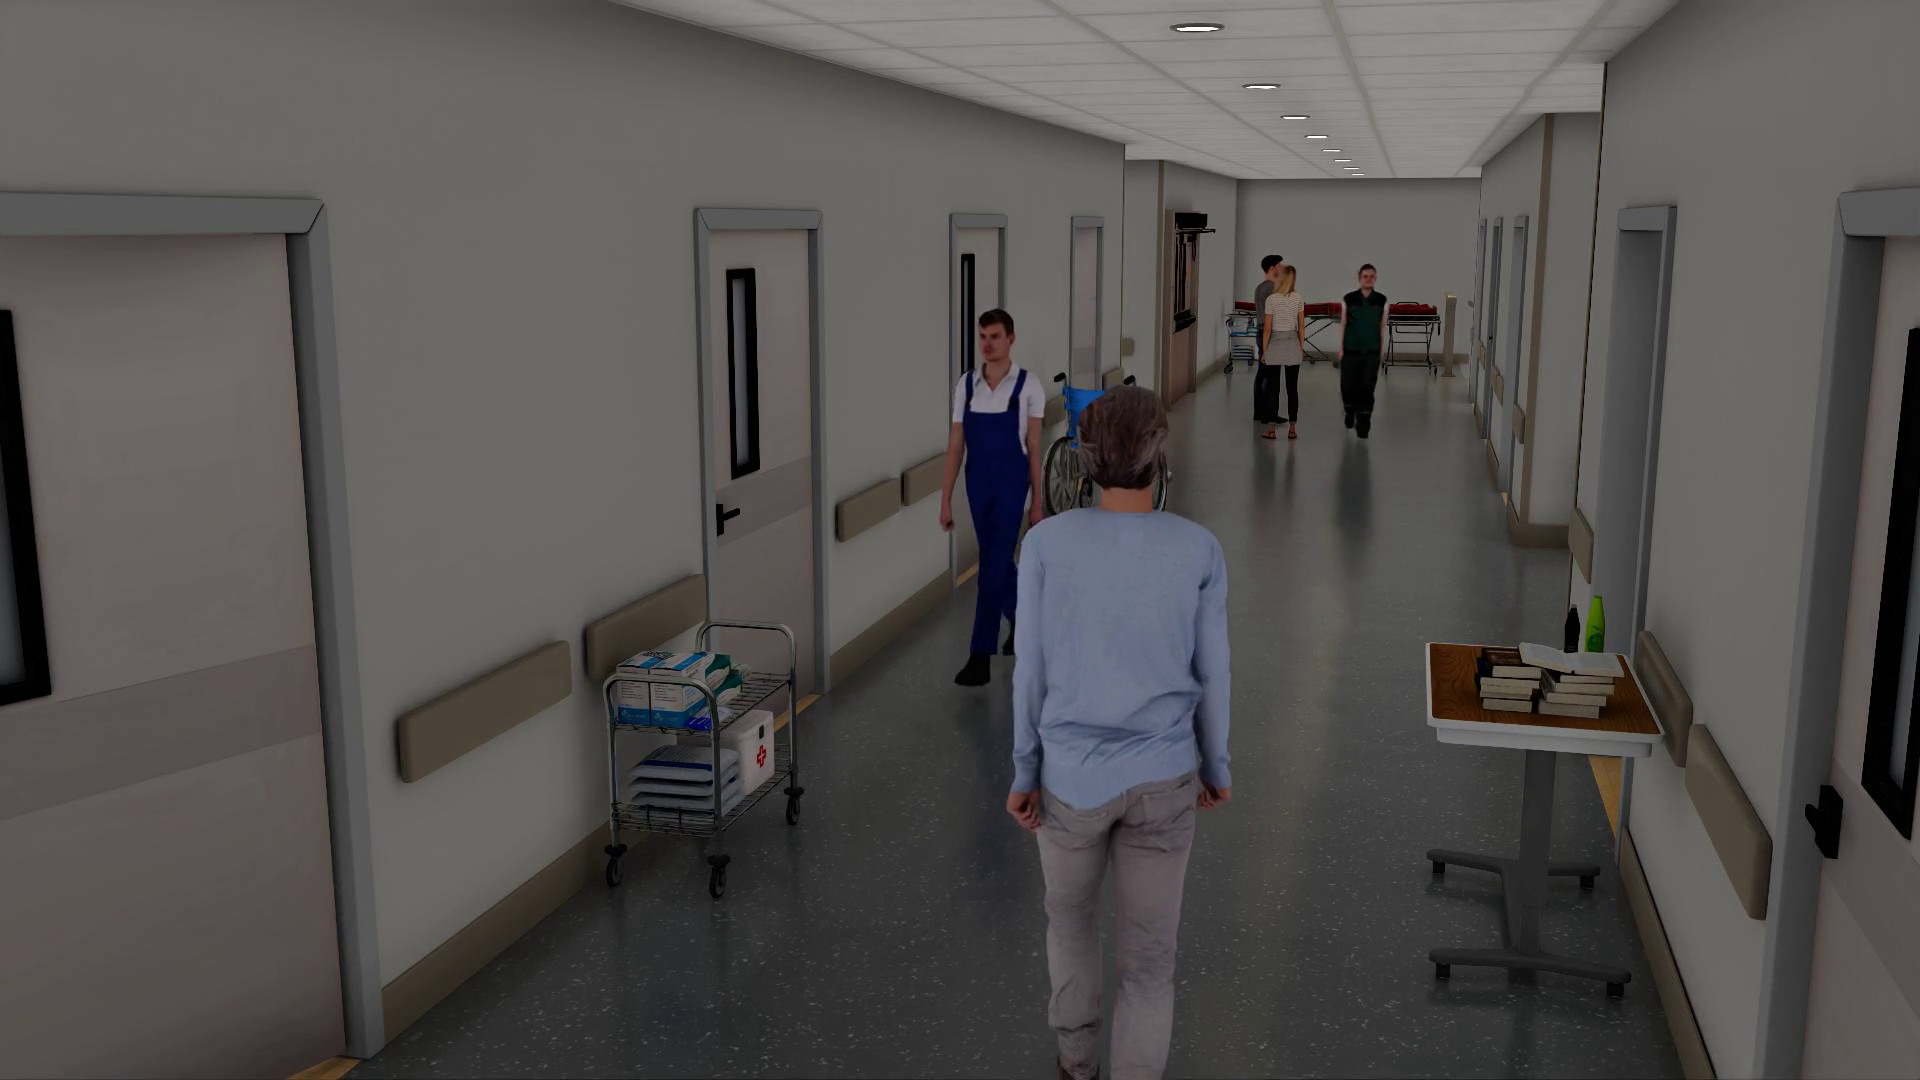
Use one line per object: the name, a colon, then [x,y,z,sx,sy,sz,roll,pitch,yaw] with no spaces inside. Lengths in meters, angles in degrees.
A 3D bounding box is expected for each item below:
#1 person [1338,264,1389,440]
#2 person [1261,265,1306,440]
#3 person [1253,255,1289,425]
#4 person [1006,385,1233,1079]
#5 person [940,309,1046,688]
person: [4.249,-1.999,17.641,0.698,1.828,0.990,2,11,9]
person: [3.422,-1.987,17.592,0.675,1.827,0.637,-1,11,-3]
person: [3.537,-2.306,19.065,0.825,1.904,0.681,-2,11,-9]
person: [0.354,0.605,3.816,0.714,1.870,0.903,2,11,10]
person: [0.218,-0.220,8.344,0.772,1.802,1.321,4,12,22]
